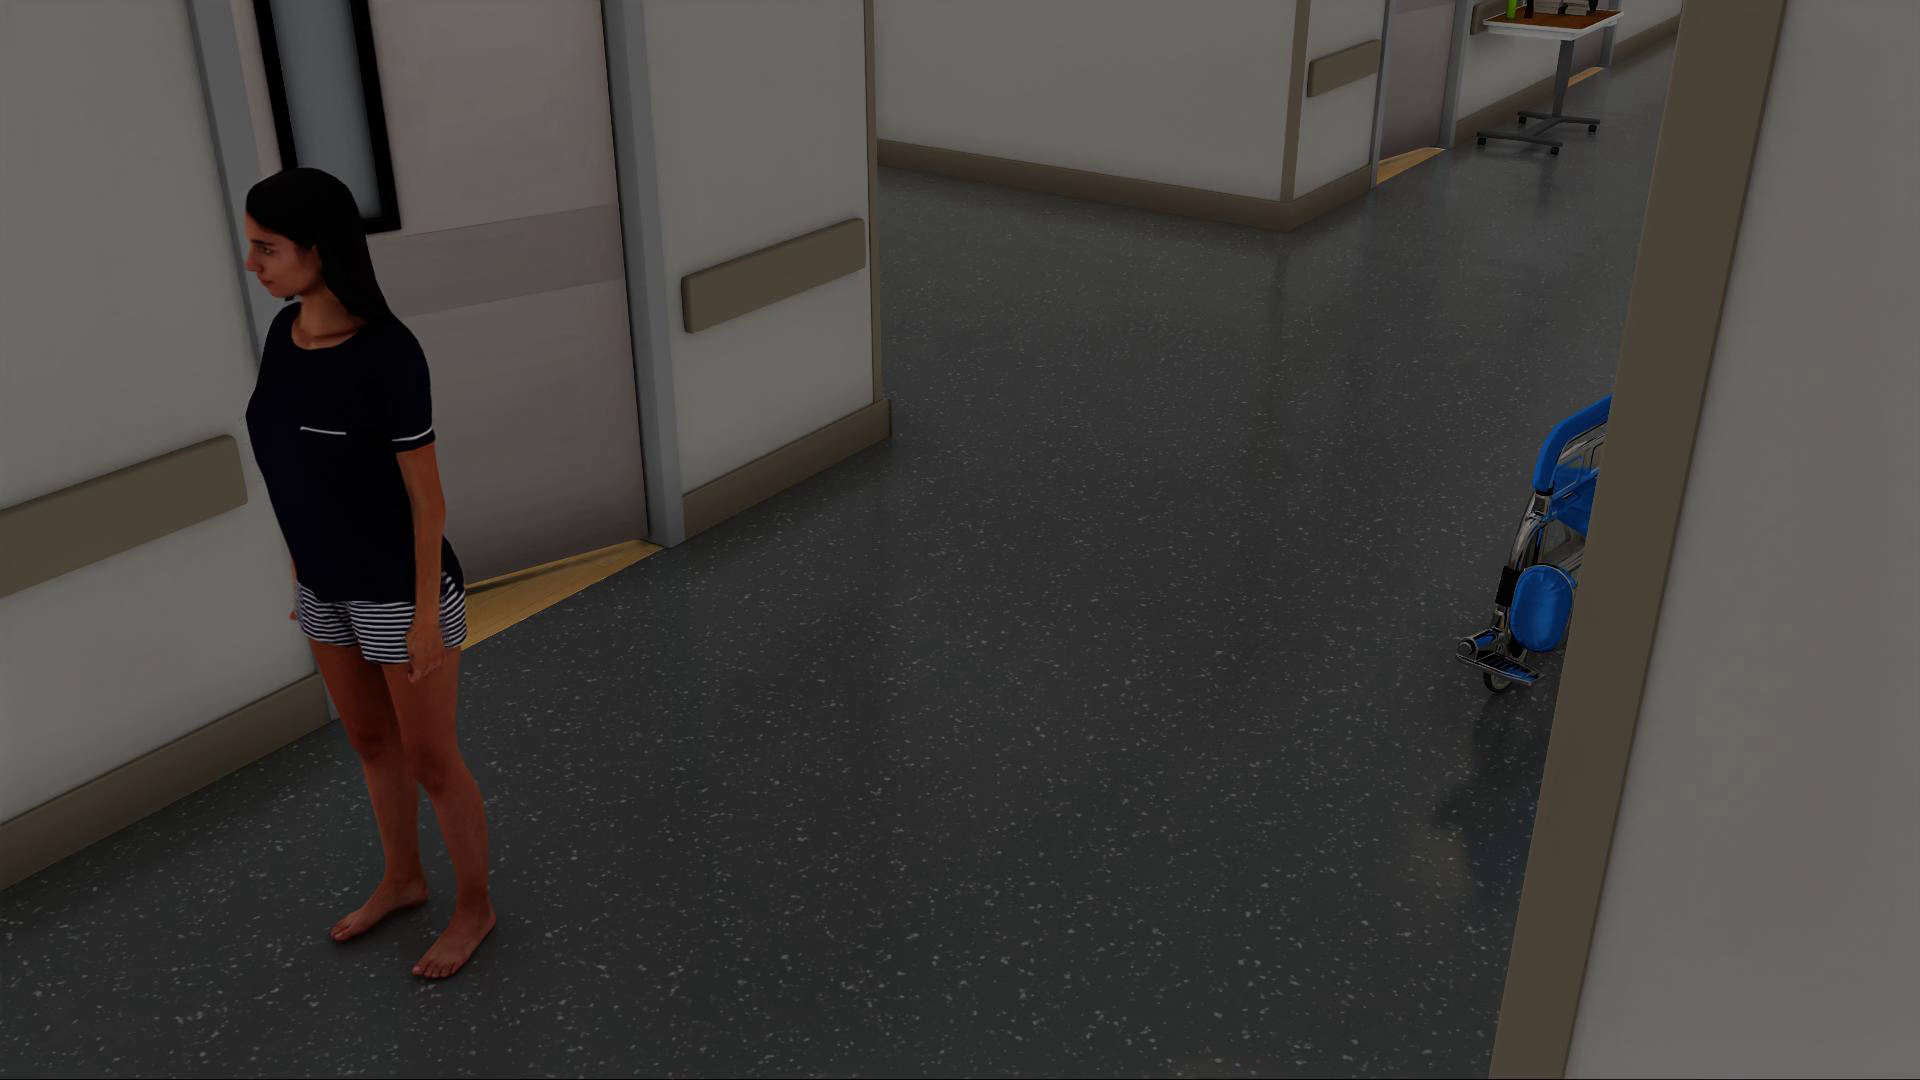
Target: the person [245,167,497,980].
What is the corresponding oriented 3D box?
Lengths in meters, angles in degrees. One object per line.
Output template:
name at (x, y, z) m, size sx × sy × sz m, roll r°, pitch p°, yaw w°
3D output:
person at (-1.201, 0.101, 3.442) m, size 0.579 × 1.766 × 0.529 m, roll 16°, pitch 30°, yaw 29°
